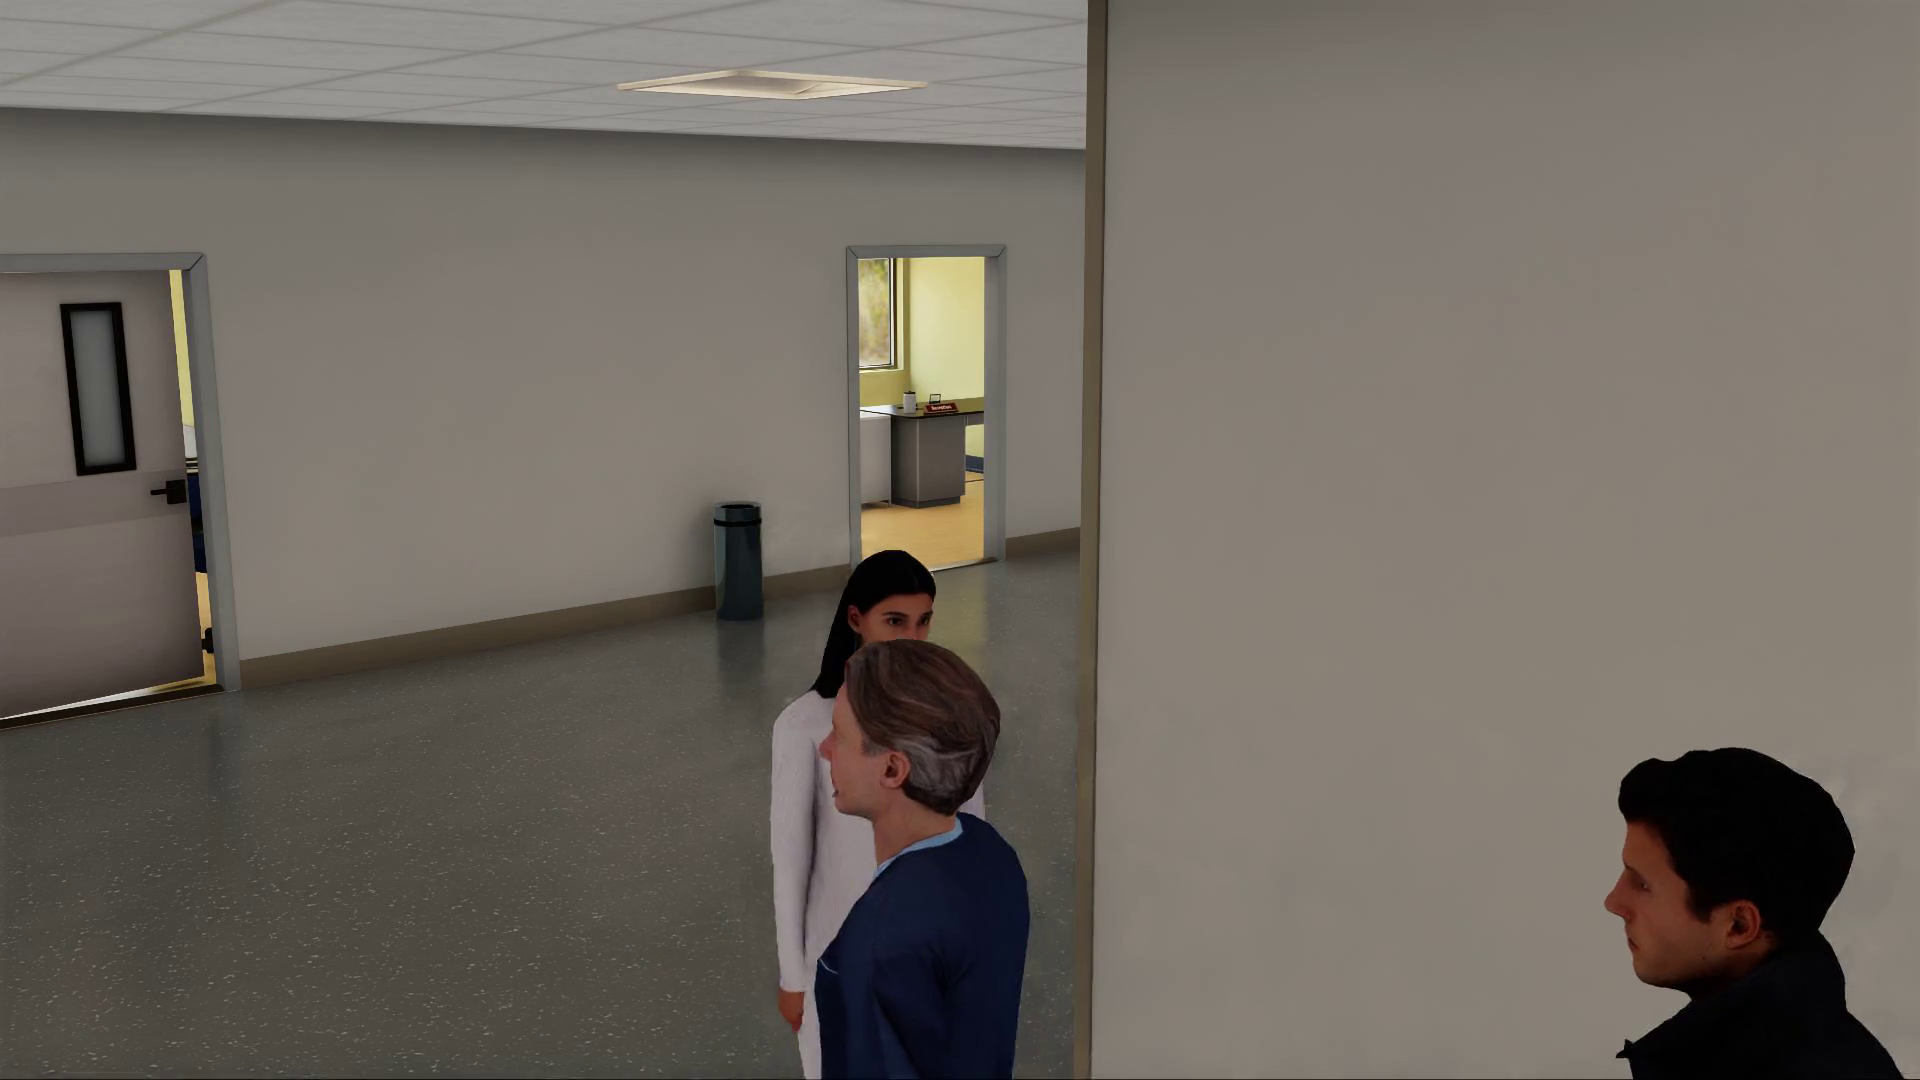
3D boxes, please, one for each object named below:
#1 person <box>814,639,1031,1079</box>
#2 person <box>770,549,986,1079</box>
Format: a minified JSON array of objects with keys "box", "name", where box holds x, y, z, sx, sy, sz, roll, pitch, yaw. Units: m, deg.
[{"box":[0.017,1.068,2.498,0.861,1.859,0.773,4,12,21],"name":"person"},{"box":[-0.190,0.894,3.595,0.829,1.792,0.815,-4,11,-20],"name":"person"}]
